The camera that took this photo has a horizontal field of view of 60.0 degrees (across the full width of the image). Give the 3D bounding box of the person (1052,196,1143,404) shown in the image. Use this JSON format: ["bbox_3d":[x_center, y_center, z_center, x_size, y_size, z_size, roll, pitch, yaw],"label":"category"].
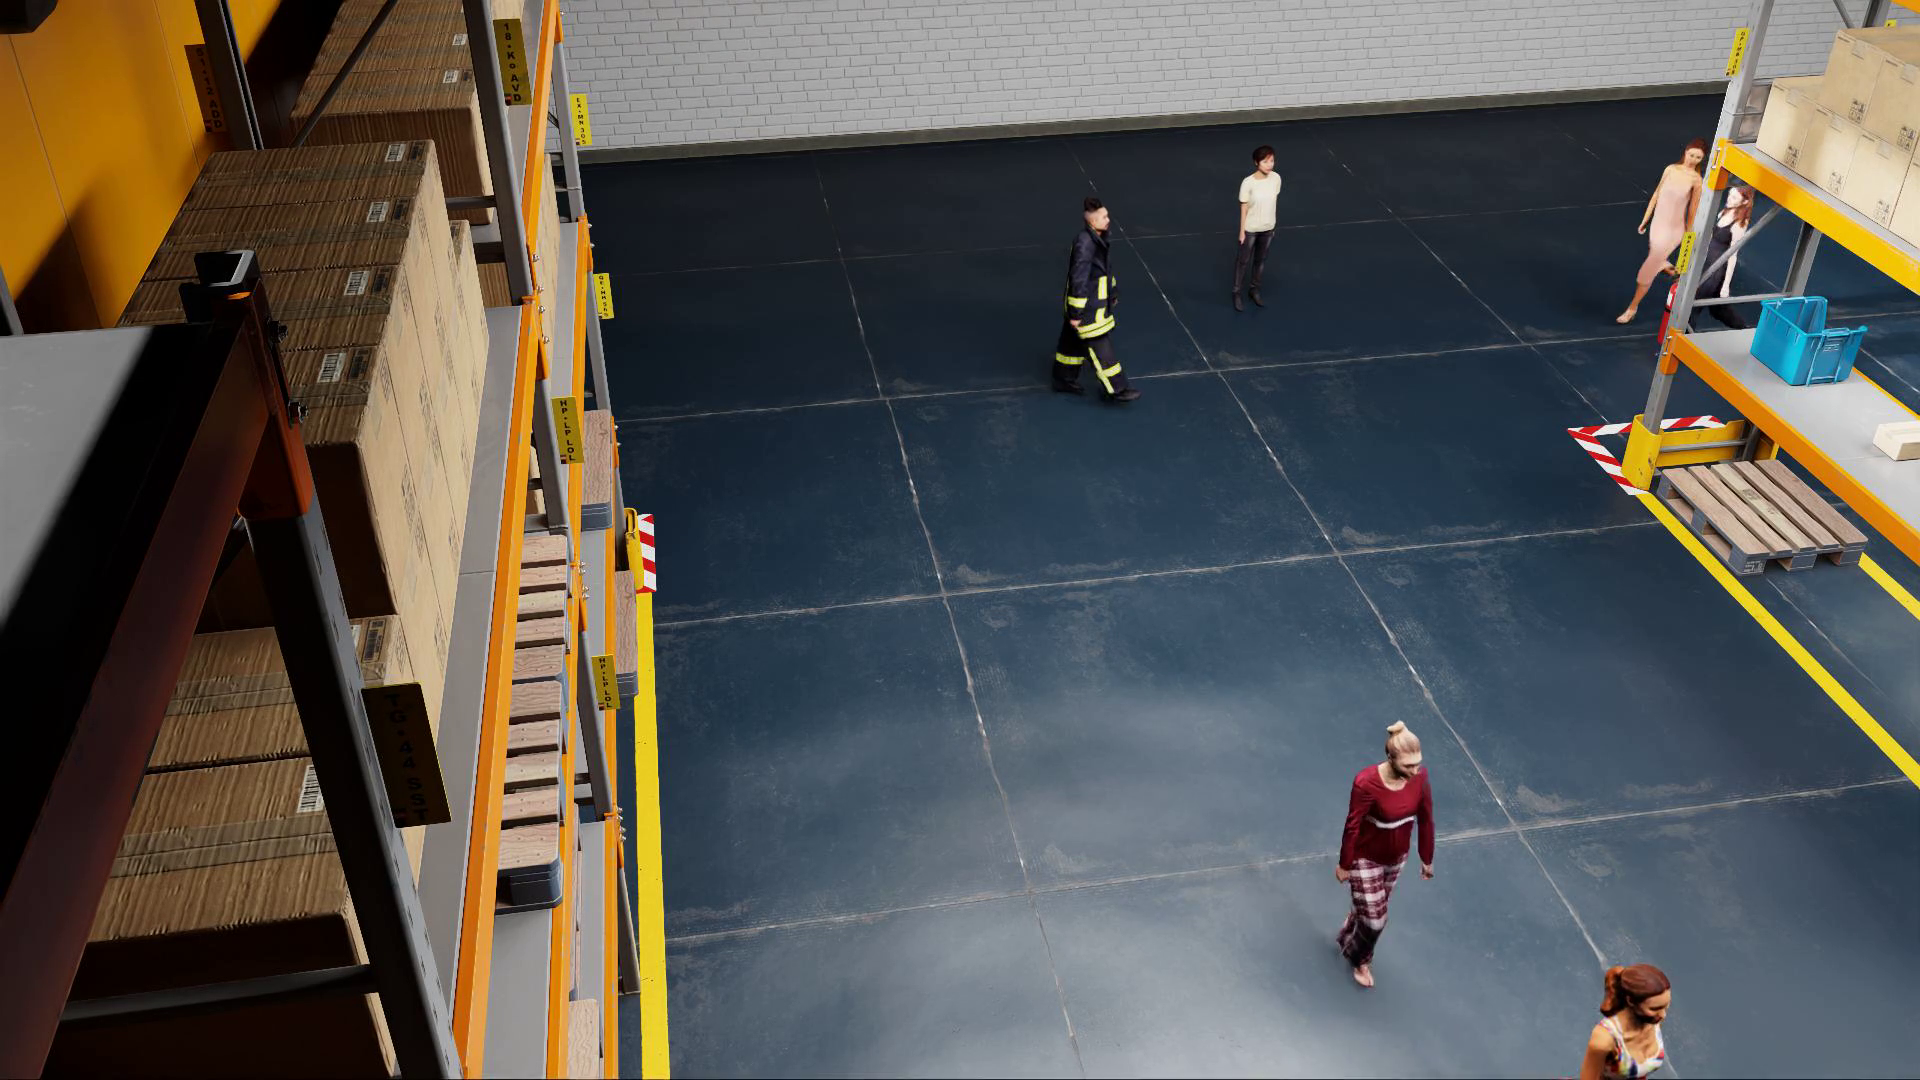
[{"bbox_3d":[0.999,-2.029,14.054,1.118,1.829,1.155,9,35,14],"label":"person"}]

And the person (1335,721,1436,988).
[{"bbox_3d":[2.144,1.590,8.729,0.721,1.696,0.723,-16,37,-22],"label":"person"}]

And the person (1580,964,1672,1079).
[{"bbox_3d":[2.761,2.469,7.354,0.780,1.756,1.203,-14,36,-20],"label":"person"}]

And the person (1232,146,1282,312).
[{"bbox_3d":[2.790,-2.938,15.640,0.632,1.587,0.551,-13,36,-19],"label":"person"}]

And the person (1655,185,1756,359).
[{"bbox_3d":[6.768,-2.340,14.636,0.799,1.703,1.107,2,34,3],"label":"person"}]

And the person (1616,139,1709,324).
[{"bbox_3d":[6.575,-2.815,15.329,0.855,1.728,1.079,-13,36,-19],"label":"person"}]
